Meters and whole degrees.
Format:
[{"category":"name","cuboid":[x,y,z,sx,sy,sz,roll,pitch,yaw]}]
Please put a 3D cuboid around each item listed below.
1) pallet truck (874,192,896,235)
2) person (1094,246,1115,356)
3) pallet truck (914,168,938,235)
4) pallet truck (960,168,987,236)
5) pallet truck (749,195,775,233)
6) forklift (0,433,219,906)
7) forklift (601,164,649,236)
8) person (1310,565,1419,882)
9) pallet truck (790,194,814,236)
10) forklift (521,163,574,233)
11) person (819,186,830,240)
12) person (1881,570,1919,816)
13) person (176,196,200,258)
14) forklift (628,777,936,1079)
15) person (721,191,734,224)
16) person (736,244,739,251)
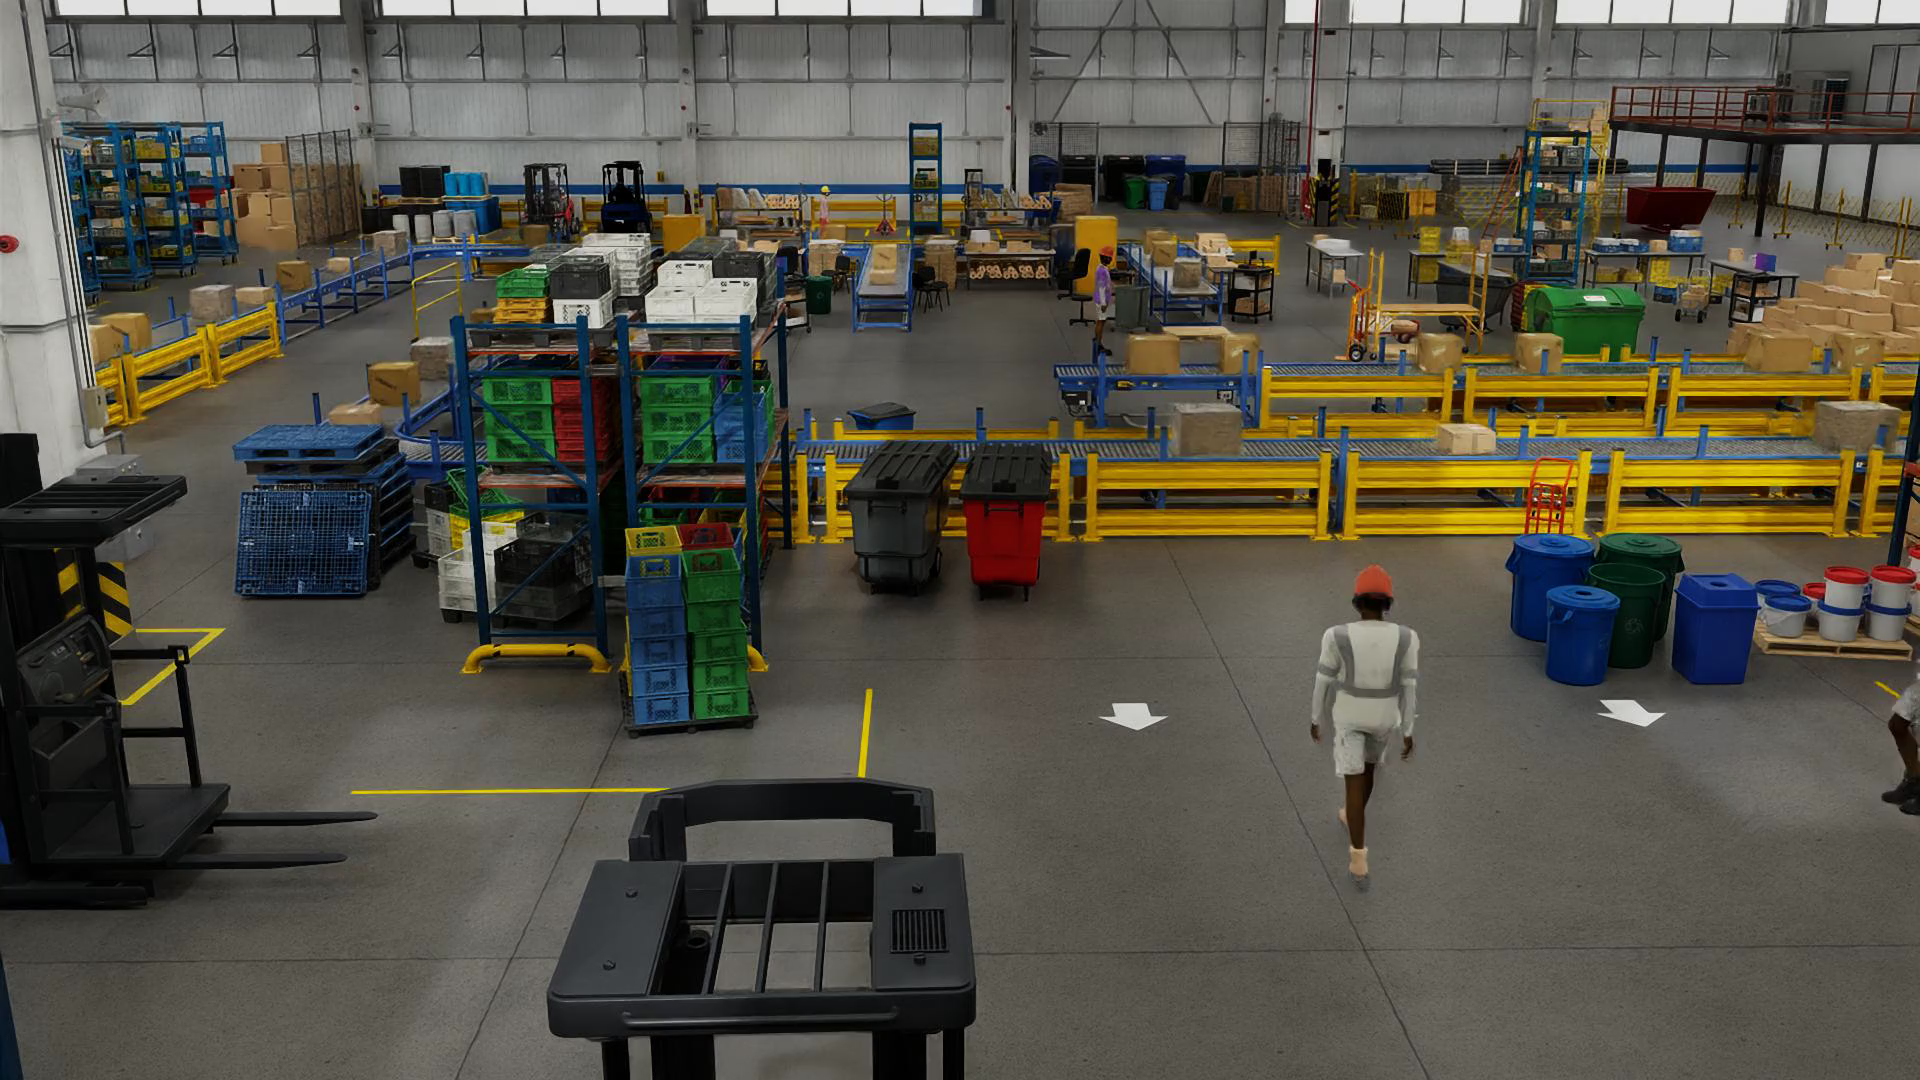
[{"category":"pallet truck","cuboid":[-2.277,-9.986,50.594,0.653,1.274,1.630,0,16,-1]},{"category":"person","cuboid":[2.556,-4.249,29.537,0.364,1.933,0.543,1,16,3]},{"category":"pallet truck","cuboid":[-0.989,-10.316,50.507,0.823,1.965,1.885,1,16,3]},{"category":"pallet truck","cuboid":[0.383,-10.230,50.206,0.823,1.965,1.885,-1,16,-3]},{"category":"pallet truck","cuboid":[-6.051,-9.967,50.660,0.680,1.201,1.601,0,16,-1]},{"category":"forklift","cuboid":[-5.952,0.780,10.366,1.873,2.768,1.129,0,16,-1]},{"category":"forklift","cuboid":[-9.948,-10.127,49.296,1.157,1.987,2.680,-1,16,-3]},{"category":"person","cuboid":[2.594,1.142,10.700,0.626,1.995,1.038,0,16,1]},{"category":"pallet truck","cuboid":[-4.814,-9.883,50.259,0.704,1.261,1.522,-1,16,-3]},{"category":"forklift","cuboid":[-12.233,-10.122,49.298,1.157,1.987,2.680,0,16,-1]},{"category":"person","cuboid":[-3.718,-8.867,45.880,0.316,1.769,0.523,-6,17,-20]},{"category":"person","cuboid":[6.646,0.984,11.392,0.506,1.911,0.540,1,16,3]},{"category":"person","cuboid":[-20.606,-8.379,44.161,1.016,1.790,0.586,6,17,19]},{"category":"forklift","cuboid":[-0.542,2.165,5.552,1.129,2.768,1.873,-1,16,-2]},{"category":"person","cuboid":[-5.820,-7.900,42.063,0.570,2.026,0.624,-3,16,-9]},{"category":"person","cuboid":[-4.267,-4.615,30.976,0.711,1.858,0.952,-6,17,-21]}]
